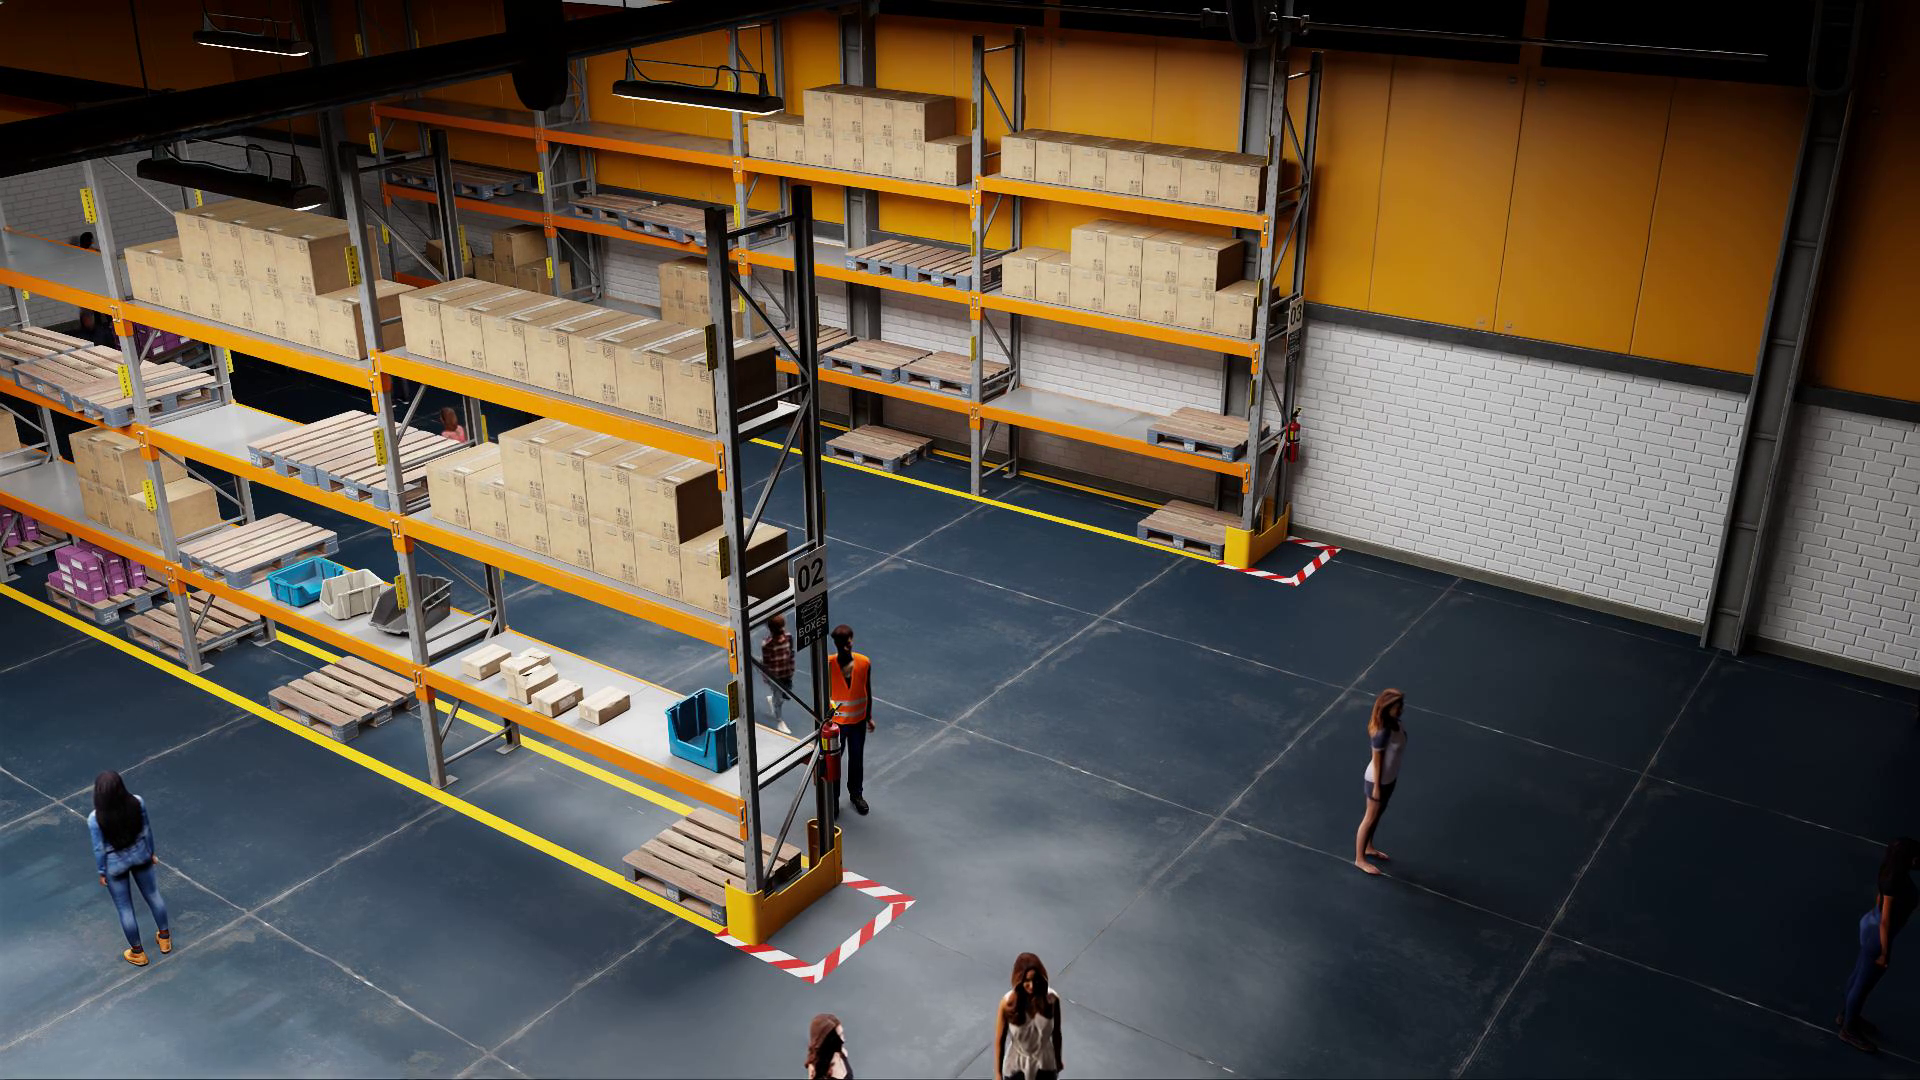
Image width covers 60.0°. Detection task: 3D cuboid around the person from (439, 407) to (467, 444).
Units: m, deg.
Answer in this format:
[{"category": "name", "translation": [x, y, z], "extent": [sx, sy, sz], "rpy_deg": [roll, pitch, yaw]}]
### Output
[{"category": "person", "translation": [-6.311, -0.863, 20.957], "extent": [0.657, 1.698, 0.689], "rpy_deg": [8, 25, 18]}]

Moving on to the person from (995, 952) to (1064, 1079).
[{"category": "person", "translation": [0.448, 3.434, 11.040], "extent": [0.919, 1.767, 0.964], "rpy_deg": [-2, 24, -5]}]

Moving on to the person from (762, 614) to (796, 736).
[{"category": "person", "translation": [-1.836, 1.290, 16.535], "extent": [0.652, 1.294, 0.799], "rpy_deg": [-17, 29, -34]}]

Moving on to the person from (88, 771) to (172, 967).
[{"category": "person", "translation": [-6.548, 2.562, 13.103], "extent": [0.531, 1.713, 0.613], "rpy_deg": [19, 30, 36]}]

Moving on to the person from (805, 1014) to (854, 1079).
[{"category": "person", "translation": [-0.821, 3.697, 10.464], "extent": [0.607, 1.746, 0.650], "rpy_deg": [7, 25, 16]}]

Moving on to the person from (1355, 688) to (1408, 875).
[{"category": "person", "translation": [3.613, 2.034, 14.289], "extent": [0.540, 1.730, 0.597], "rpy_deg": [14, 27, 29]}]

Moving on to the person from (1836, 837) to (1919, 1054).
[{"category": "person", "translation": [6.751, 2.927, 12.234], "extent": [0.557, 1.739, 0.585], "rpy_deg": [13, 27, 27]}]

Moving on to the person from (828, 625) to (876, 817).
[{"category": "person", "translation": [-1.036, 1.608, 15.071], "extent": [0.802, 1.884, 0.839], "rpy_deg": [-7, 25, -15]}]

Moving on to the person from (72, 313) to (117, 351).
[{"category": "person", "translation": [-12.832, -2.537, 24.684], "extent": [1.129, 1.780, 0.785], "rpy_deg": [16, 28, 33]}]

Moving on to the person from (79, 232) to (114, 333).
[{"category": "person", "translation": [-15.206, -4.550, 29.302], "extent": [0.639, 1.769, 0.753], "rpy_deg": [2, 24, 5]}]
